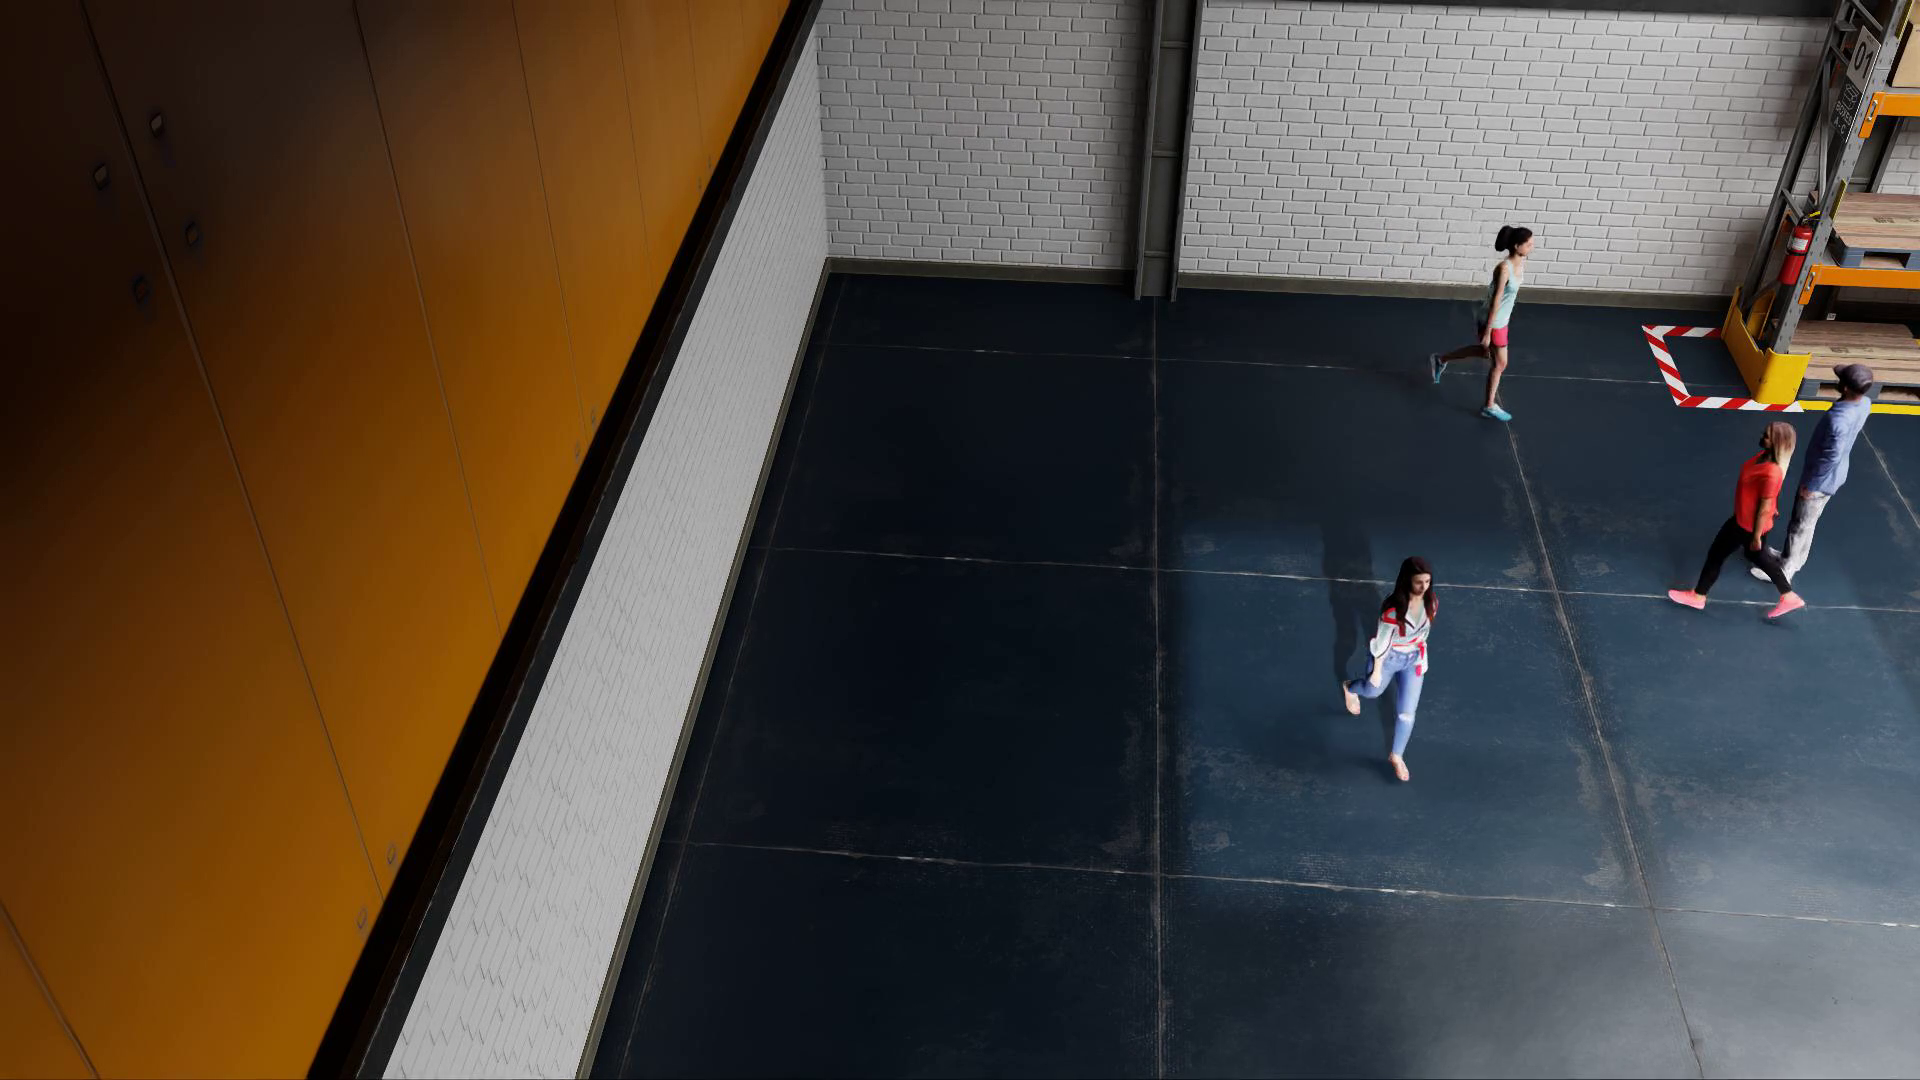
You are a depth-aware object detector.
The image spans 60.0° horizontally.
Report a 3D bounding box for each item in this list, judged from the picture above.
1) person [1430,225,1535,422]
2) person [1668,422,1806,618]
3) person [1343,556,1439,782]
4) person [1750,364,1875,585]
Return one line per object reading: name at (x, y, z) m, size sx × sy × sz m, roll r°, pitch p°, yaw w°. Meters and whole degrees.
person at (4.385, -1.846, 13.912) m, size 1.172 × 1.736 × 0.980 m, roll 26°, pitch 45°, yaw 29°
person at (5.707, -0.101, 11.786) m, size 1.189 × 1.663 × 0.896 m, roll 19°, pitch 42°, yaw 22°
person at (2.787, 0.735, 10.802) m, size 1.079 × 1.583 × 0.895 m, roll -9°, pitch 39°, yaw -11°
person at (6.258, -0.473, 12.073) m, size 0.786 × 1.885 × 0.745 m, roll 32°, pitch 48°, yaw 33°
